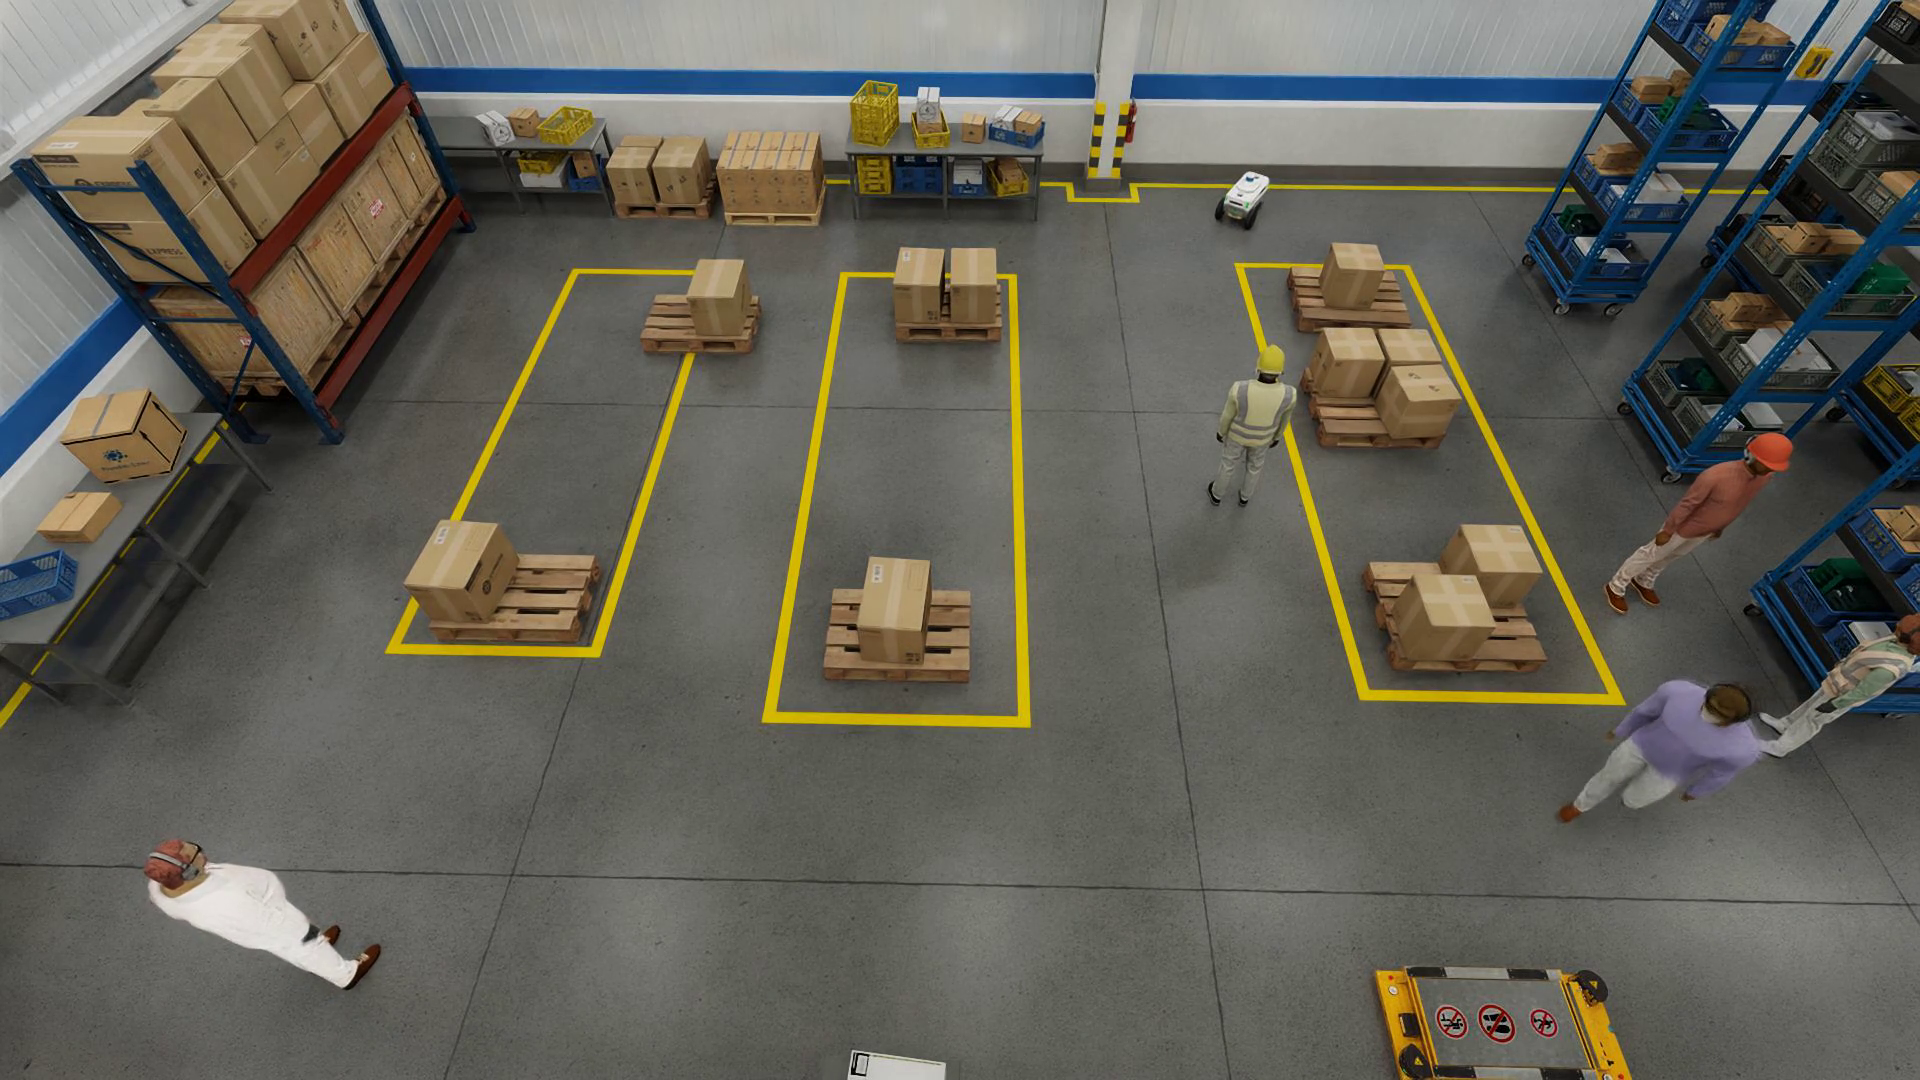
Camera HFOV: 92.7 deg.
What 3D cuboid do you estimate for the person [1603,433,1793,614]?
[{"bbox_3d":[5.997,-0.127,7.468,0.612,1.995,0.377,-10,51,-8],"label":"person"}]

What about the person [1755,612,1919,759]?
[{"bbox_3d":[6.467,1.083,6.709,0.523,1.636,0.310,-36,59,-26],"label":"person"}]

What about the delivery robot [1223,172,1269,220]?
[{"bbox_3d":[3.720,-4.507,11.897,0.477,0.478,0.707,27,55,21],"label":"delivery robot"}]

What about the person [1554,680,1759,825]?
[{"bbox_3d":[4.821,1.454,6.232,0.608,1.923,0.642,-19,53,-15],"label":"person"}]

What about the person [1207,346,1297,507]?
[{"bbox_3d":[2.621,-0.990,8.275,0.589,1.832,0.404,5,51,4],"label":"person"}]

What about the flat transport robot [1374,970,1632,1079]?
[{"bbox_3d":[3.501,3.133,5.914,1.431,0.197,0.652,1,51,1],"label":"flat transport robot"}]

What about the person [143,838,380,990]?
[{"bbox_3d":[-4.232,2.278,5.571,0.642,1.899,0.404,15,52,12],"label":"person"}]
